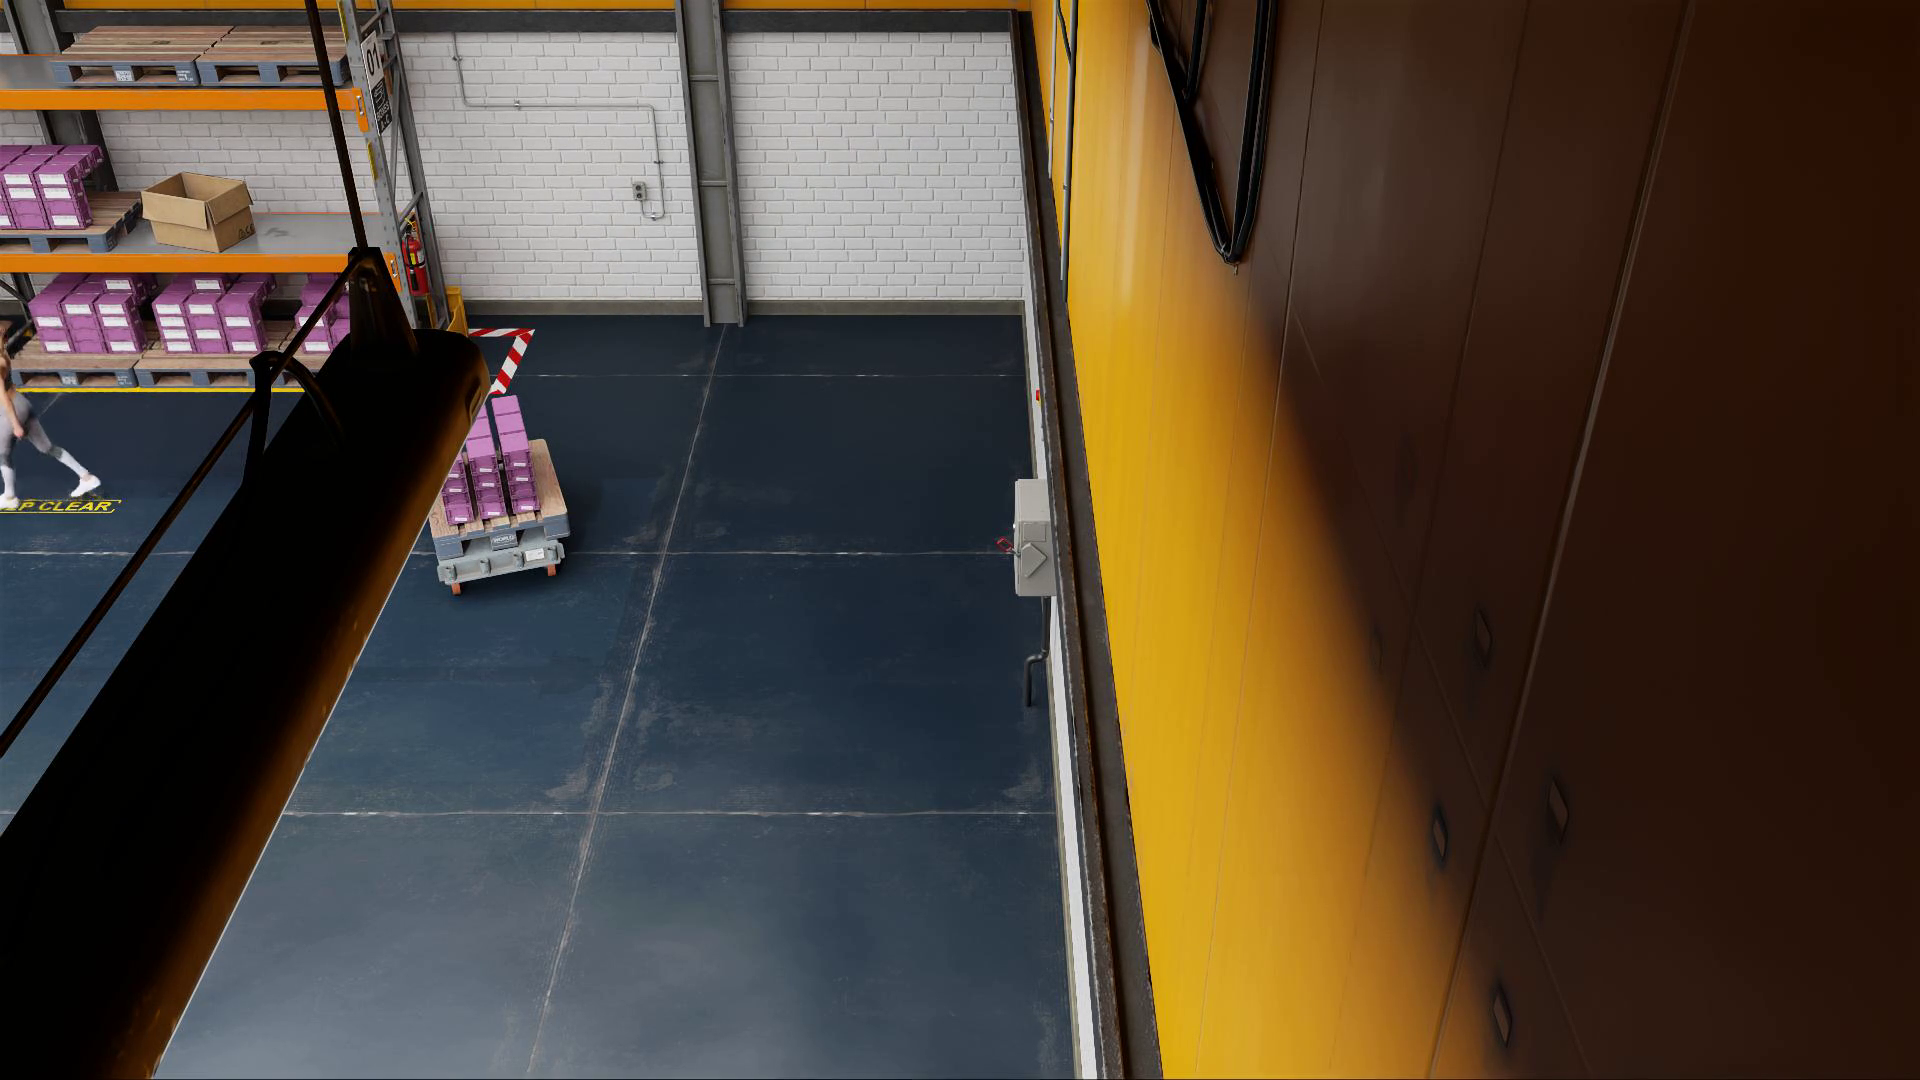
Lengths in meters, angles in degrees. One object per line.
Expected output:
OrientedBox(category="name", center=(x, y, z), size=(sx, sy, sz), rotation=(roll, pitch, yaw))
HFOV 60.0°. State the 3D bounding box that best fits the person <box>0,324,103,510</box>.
OrientedBox(category="person", center=(-7.502, -1.001, 13.386), size=(1.193, 1.664, 0.798), rotation=(-9, 35, -13))
